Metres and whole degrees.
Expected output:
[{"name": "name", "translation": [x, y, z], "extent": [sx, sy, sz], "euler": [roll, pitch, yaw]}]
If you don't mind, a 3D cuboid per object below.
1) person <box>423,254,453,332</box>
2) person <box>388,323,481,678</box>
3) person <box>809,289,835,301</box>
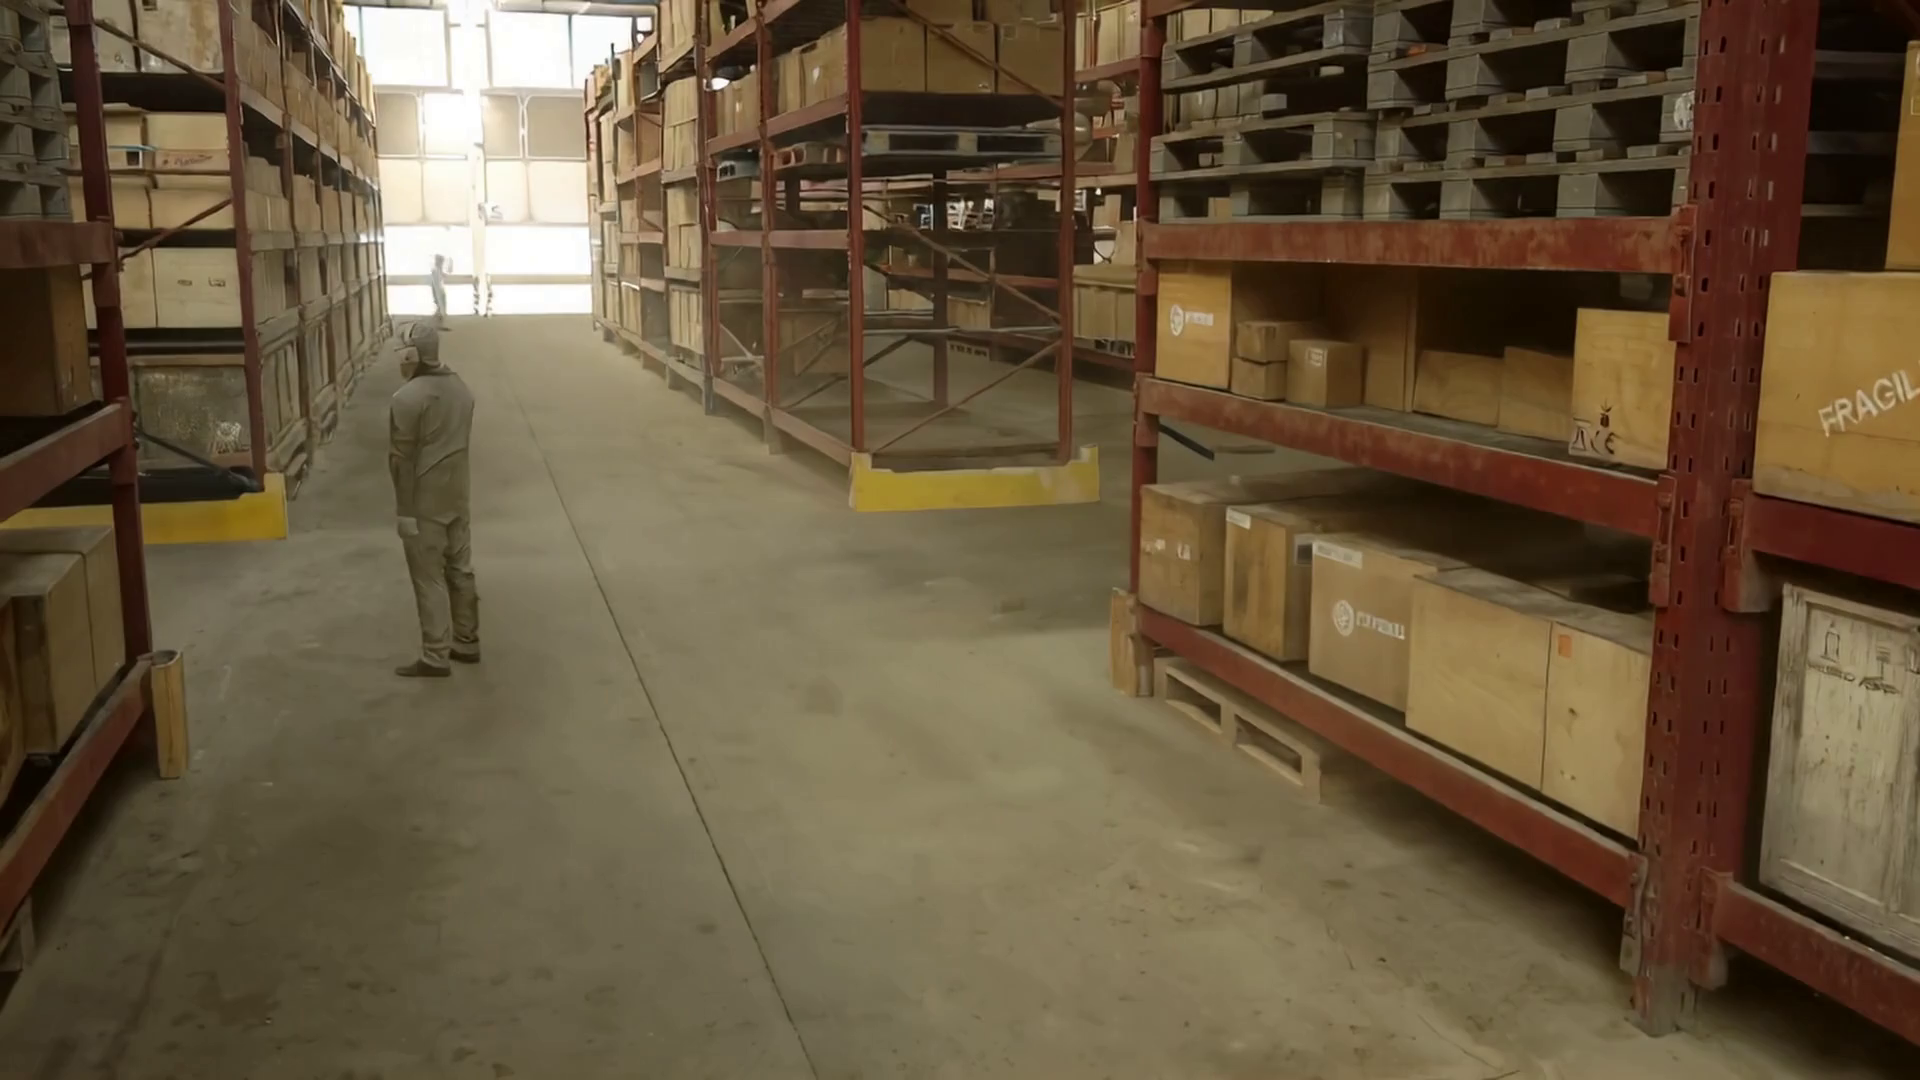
[{"name": "person", "translation": [-12.904, -6.084, 41.062], "extent": [0.561, 1.926, 0.632], "euler": [-2, 10, -10]}, {"name": "person", "translation": [-2.857, -0.214, 8.949], "extent": [0.399, 1.899, 0.650], "euler": [2, 11, 13]}, {"name": "person", "translation": [-3.352, -5.970, 40.405], "extent": [0.612, 1.934, 0.492], "euler": [-2, 11, -11]}]
